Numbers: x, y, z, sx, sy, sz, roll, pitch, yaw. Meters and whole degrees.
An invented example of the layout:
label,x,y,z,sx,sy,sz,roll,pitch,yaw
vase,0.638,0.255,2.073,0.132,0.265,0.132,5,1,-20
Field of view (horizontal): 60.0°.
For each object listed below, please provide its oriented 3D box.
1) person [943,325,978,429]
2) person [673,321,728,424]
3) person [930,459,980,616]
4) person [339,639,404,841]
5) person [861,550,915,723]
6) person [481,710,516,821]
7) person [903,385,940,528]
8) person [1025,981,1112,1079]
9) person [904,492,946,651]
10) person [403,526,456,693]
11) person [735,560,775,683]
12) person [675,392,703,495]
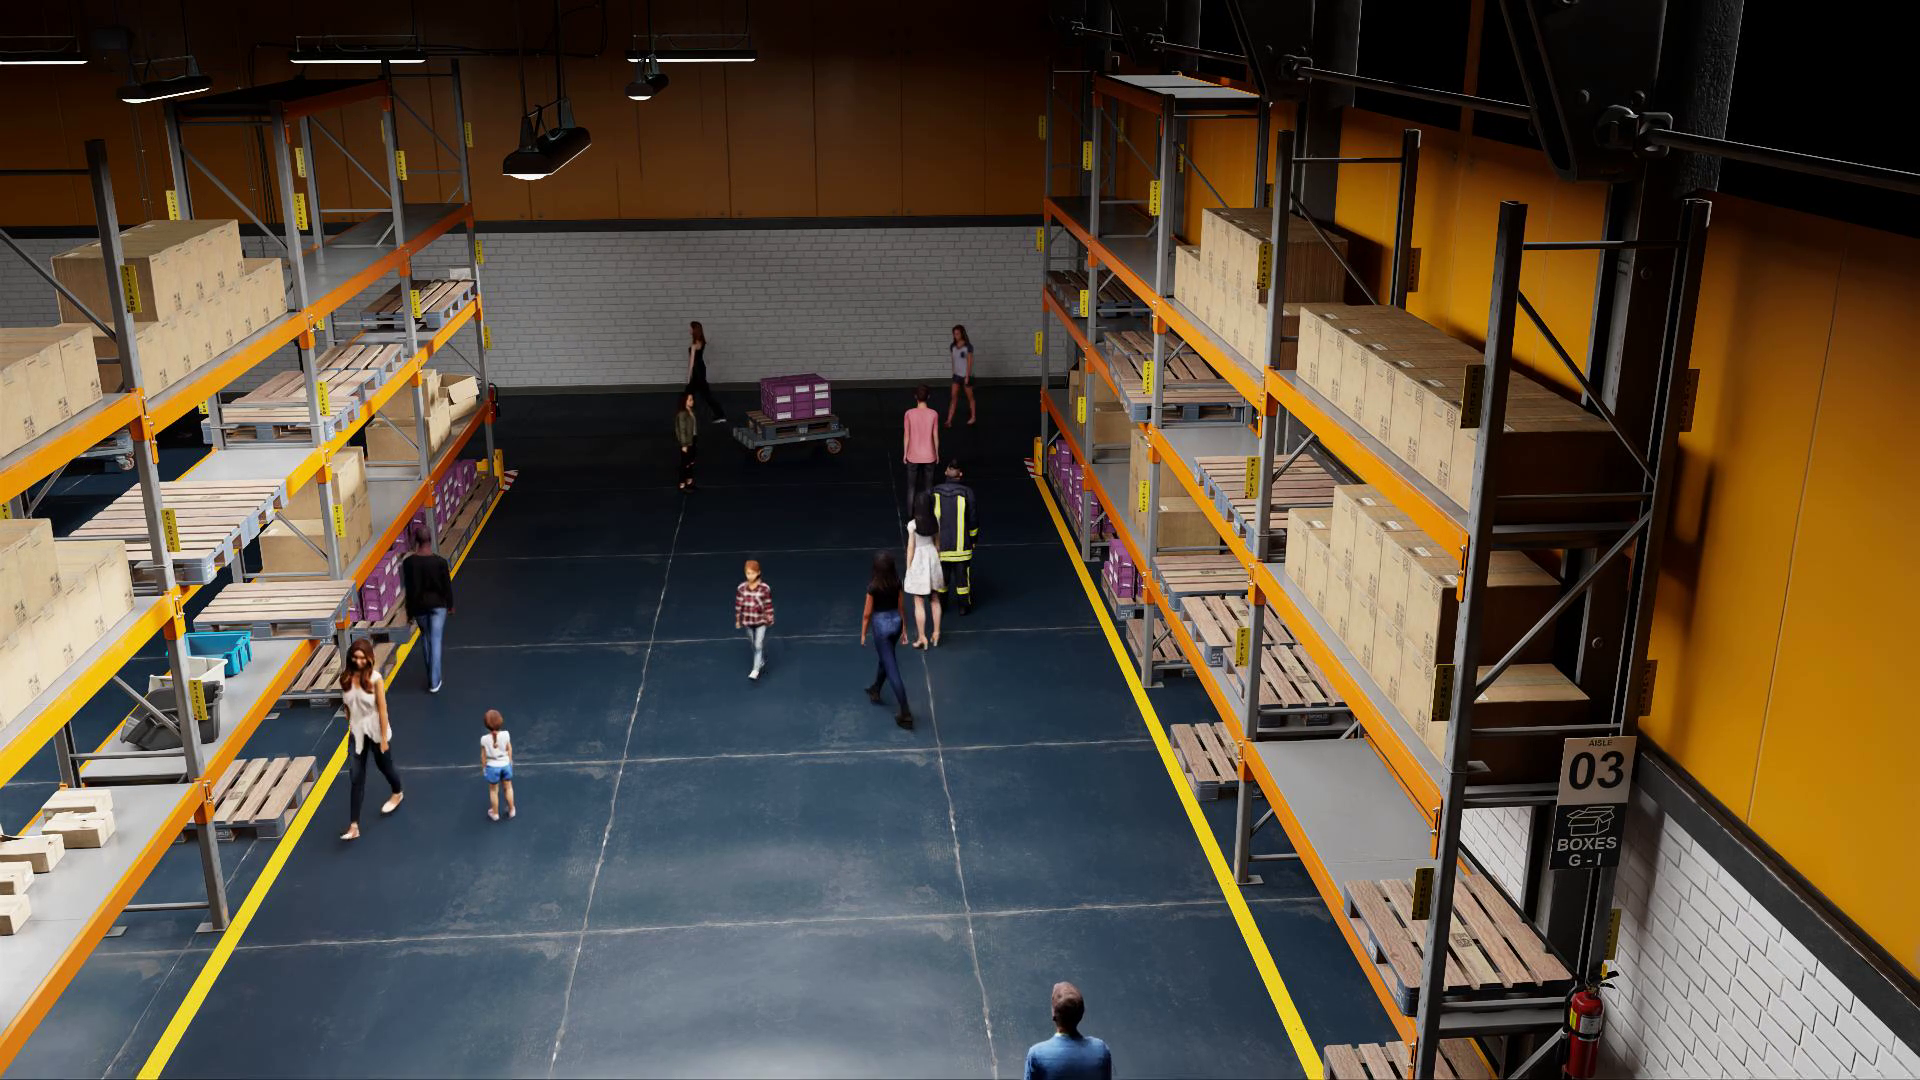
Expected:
label,x,y,z,sx,sy,sz,roll,pitch,yaw
person,0.112,-2.674,27.249,0.978,1.678,1.128,10,21,28
person,-4.202,-2.709,27.317,0.802,1.701,1.118,2,19,6
person,-0.091,-0.046,19.164,0.820,1.858,0.798,4,19,12
person,-5.022,1.653,14.317,0.850,1.731,1.214,5,19,13
person,-0.673,0.987,16.375,0.980,1.680,1.255,-13,22,-33
person,-4.039,1.959,14.524,0.479,1.019,0.500,-9,20,-24
person,-0.519,-1.100,22.138,0.625,1.956,0.542,-1,19,-4
person,0.608,3.328,9.235,0.679,1.799,0.979,-3,19,-7
person,-0.389,0.329,18.183,0.766,1.772,0.788,-11,22,-31
person,-5.453,0.732,17.048,0.621,1.733,0.795,-2,19,-7
person,-2.146,0.820,17.507,0.679,1.274,0.937,3,19,9
person,-3.901,-1.405,23.800,0.703,1.473,0.566,6,19,17
